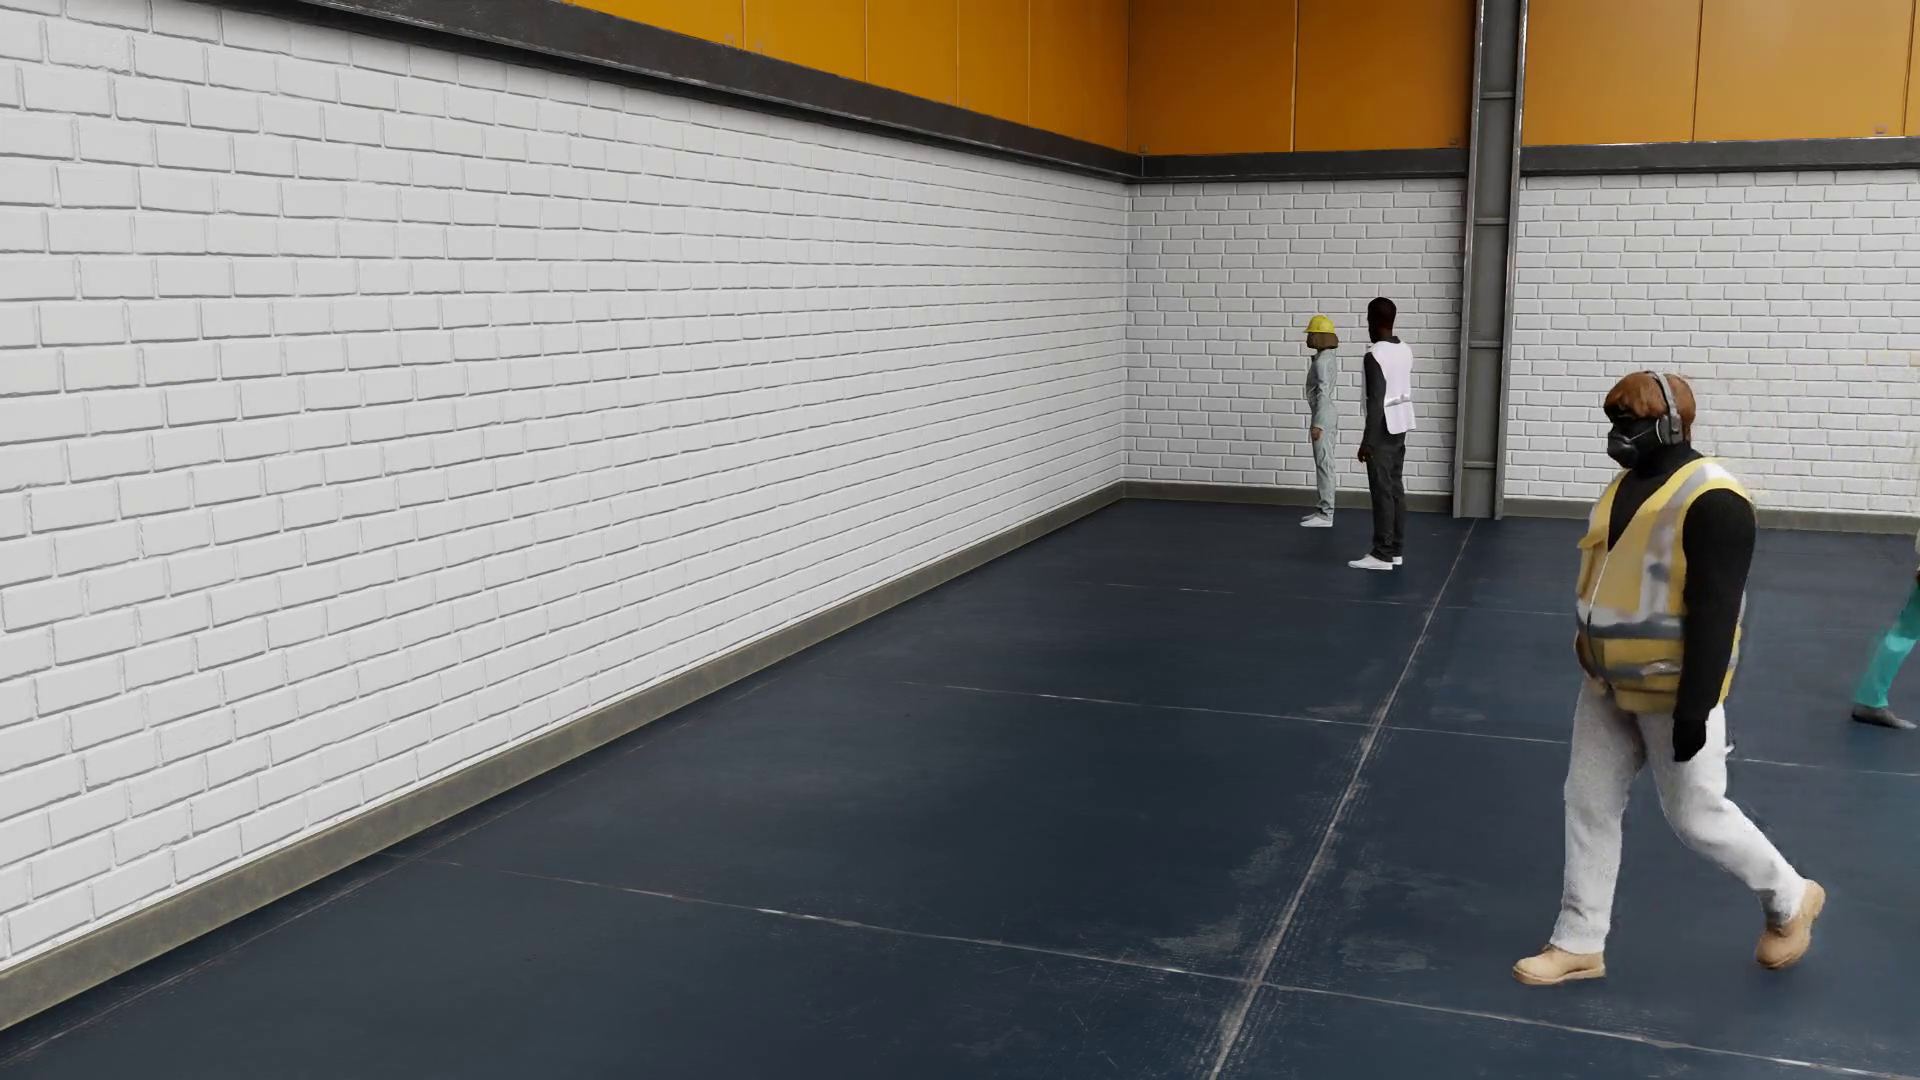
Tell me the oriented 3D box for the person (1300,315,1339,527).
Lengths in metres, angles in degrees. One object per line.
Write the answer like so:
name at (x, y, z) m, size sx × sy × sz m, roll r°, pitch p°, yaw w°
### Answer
person at (2.966, -0.978, 13.731) m, size 0.311 × 1.744 × 0.486 m, roll 3°, pitch 10°, yaw 18°

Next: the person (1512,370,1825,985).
person at (2.090, 0.411, 4.817) m, size 0.861 × 1.808 × 0.630 m, roll -2°, pitch 9°, yaw -13°

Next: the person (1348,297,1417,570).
person at (2.994, -0.744, 11.723) m, size 0.397 × 1.917 × 0.590 m, roll 6°, pitch 11°, yaw 35°

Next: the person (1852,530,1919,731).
person at (4.428, 0.055, 7.308) m, size 0.890 × 1.718 × 0.535 m, roll 8°, pitch 12°, yaw 41°
